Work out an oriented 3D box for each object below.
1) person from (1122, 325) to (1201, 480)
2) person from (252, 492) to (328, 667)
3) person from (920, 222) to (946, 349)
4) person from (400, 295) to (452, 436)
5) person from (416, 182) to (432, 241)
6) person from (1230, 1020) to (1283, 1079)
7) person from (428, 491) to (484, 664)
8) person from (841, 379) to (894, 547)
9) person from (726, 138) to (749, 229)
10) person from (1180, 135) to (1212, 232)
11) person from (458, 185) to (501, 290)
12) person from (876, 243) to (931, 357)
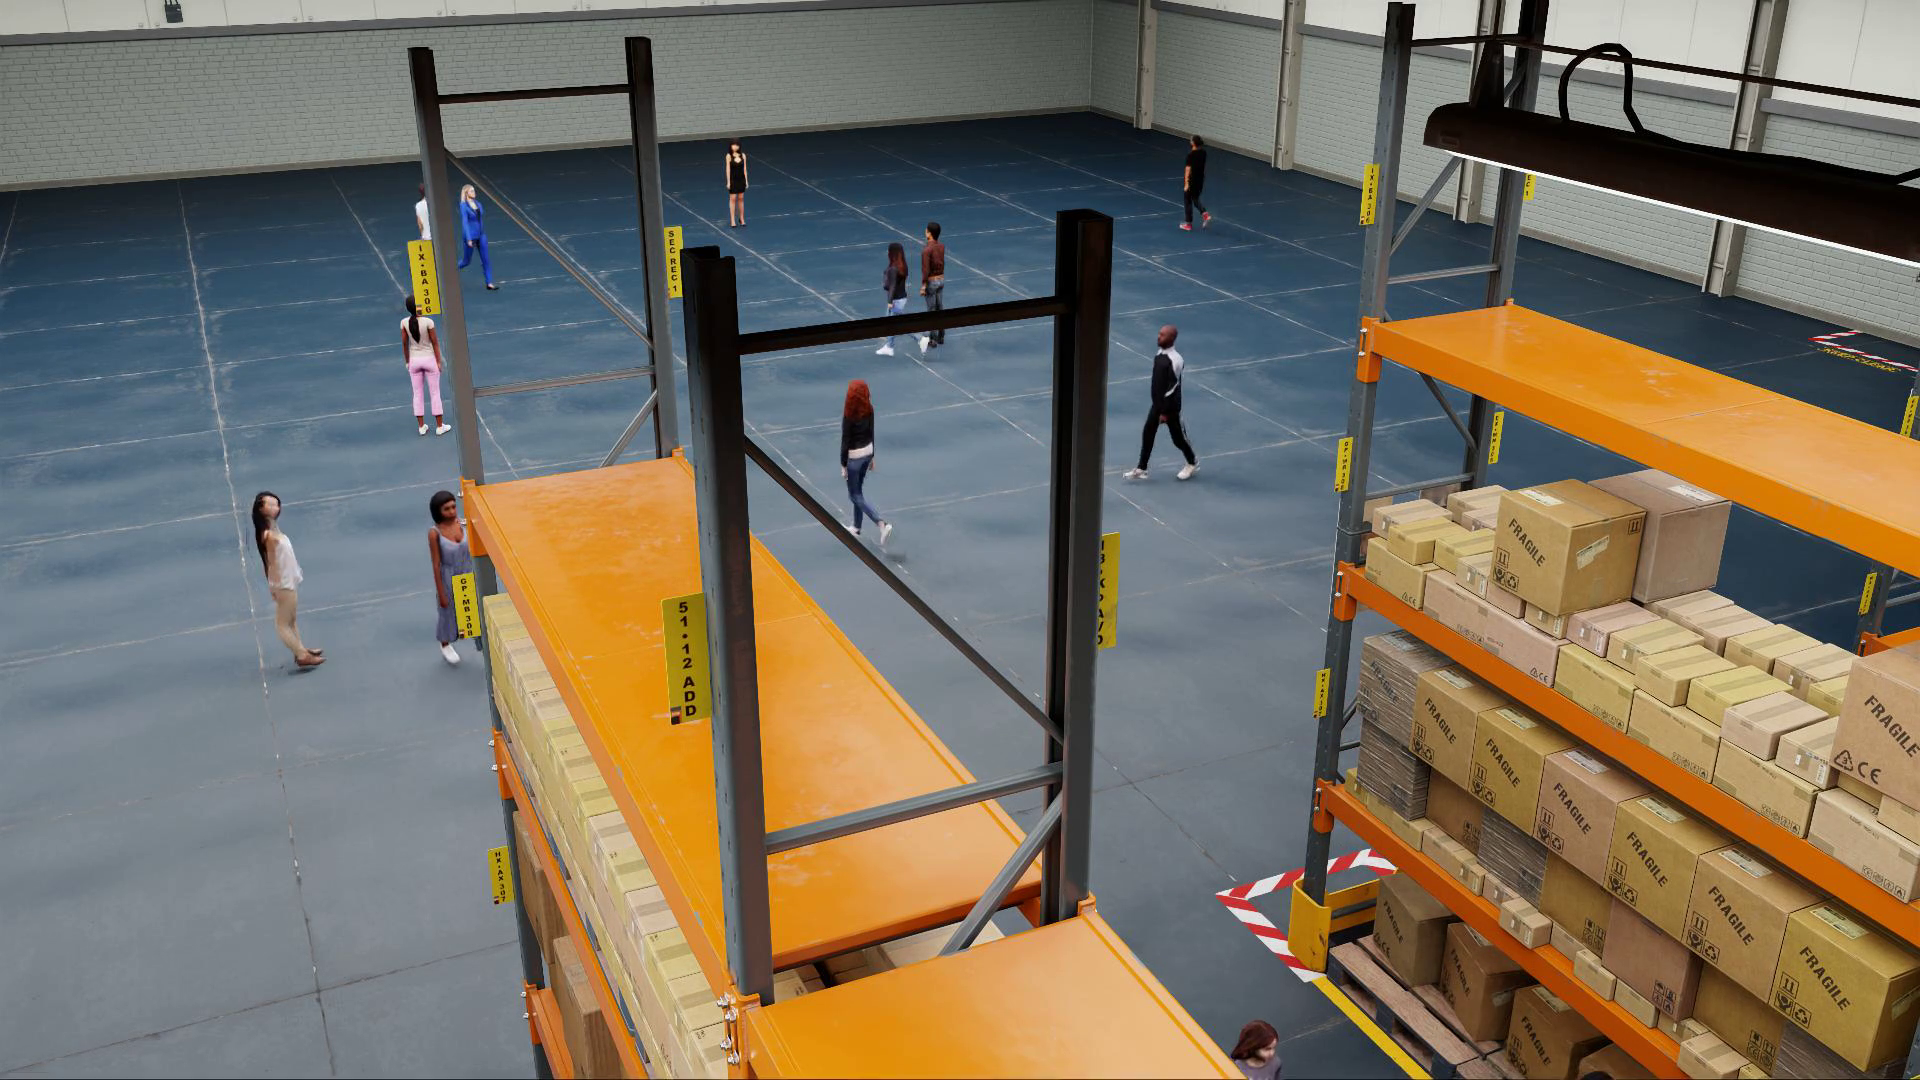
[{"bbox_3d":[2.416,-1.524,18.685,0.765,1.804,1.094,-9,25,-20],"label":"person"},{"bbox_3d":[-5.906,0.389,14.395,0.602,1.642,0.546,-1,23,-3],"label":"person"},{"bbox_3d":[-0.367,-3.647,23.705,0.713,1.782,0.718,15,27,31],"label":"person"},{"bbox_3d":[-6.526,-2.136,20.206,0.657,1.741,0.649,0,23,1],"label":"person"},{"bbox_3d":[-8.243,-4.599,25.866,0.951,1.843,1.040,5,24,13],"label":"person"},{"bbox_3d":[1.537,3.015,8.928,0.570,1.088,0.747,-5,24,-12],"label":"person"},{"bbox_3d":[-4.428,0.367,14.437,1.193,1.648,0.882,21,30,39],"label":"person"},{"bbox_3d":[-0.970,-0.752,16.924,1.140,1.762,0.838,21,31,40],"label":"person"},{"bbox_3d":[-4.162,-6.666,30.978,0.556,1.646,0.469,-10,25,-23],"label":"person"},{"bbox_3d":[4.367,-6.539,30.554,0.777,1.744,0.940,-20,30,-38],"label":"person"},{"bbox_3d":[-7.848,-4.818,26.596,1.152,1.675,1.017,11,26,25],"label":"person"},{"bbox_3d":[-0.799,-3.306,23.129,1.081,1.606,1.068,5,24,12],"label":"person"}]
